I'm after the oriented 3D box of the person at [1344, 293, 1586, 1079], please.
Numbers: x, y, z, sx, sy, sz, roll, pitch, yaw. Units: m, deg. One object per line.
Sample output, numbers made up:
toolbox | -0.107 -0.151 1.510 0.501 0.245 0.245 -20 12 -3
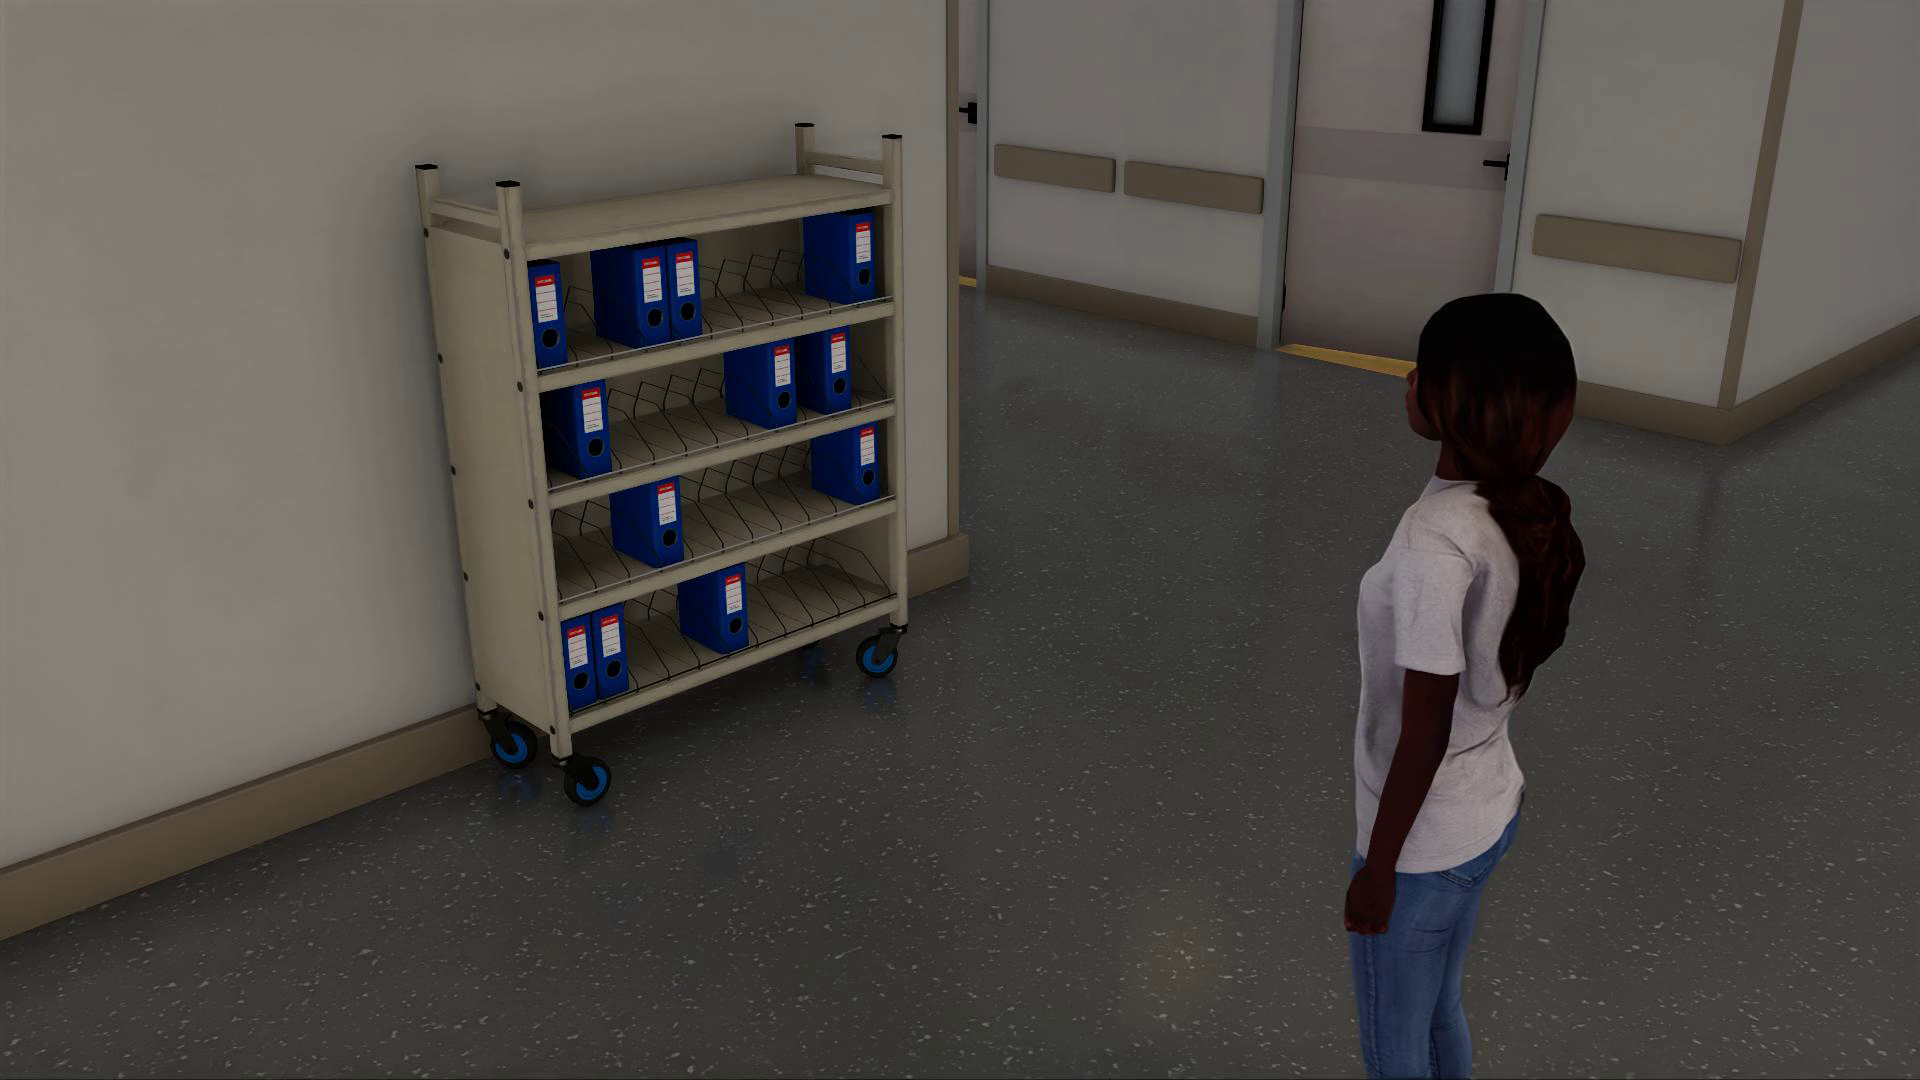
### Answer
person | 0.739 0.458 2.615 0.692 1.719 0.532 13 24 30
